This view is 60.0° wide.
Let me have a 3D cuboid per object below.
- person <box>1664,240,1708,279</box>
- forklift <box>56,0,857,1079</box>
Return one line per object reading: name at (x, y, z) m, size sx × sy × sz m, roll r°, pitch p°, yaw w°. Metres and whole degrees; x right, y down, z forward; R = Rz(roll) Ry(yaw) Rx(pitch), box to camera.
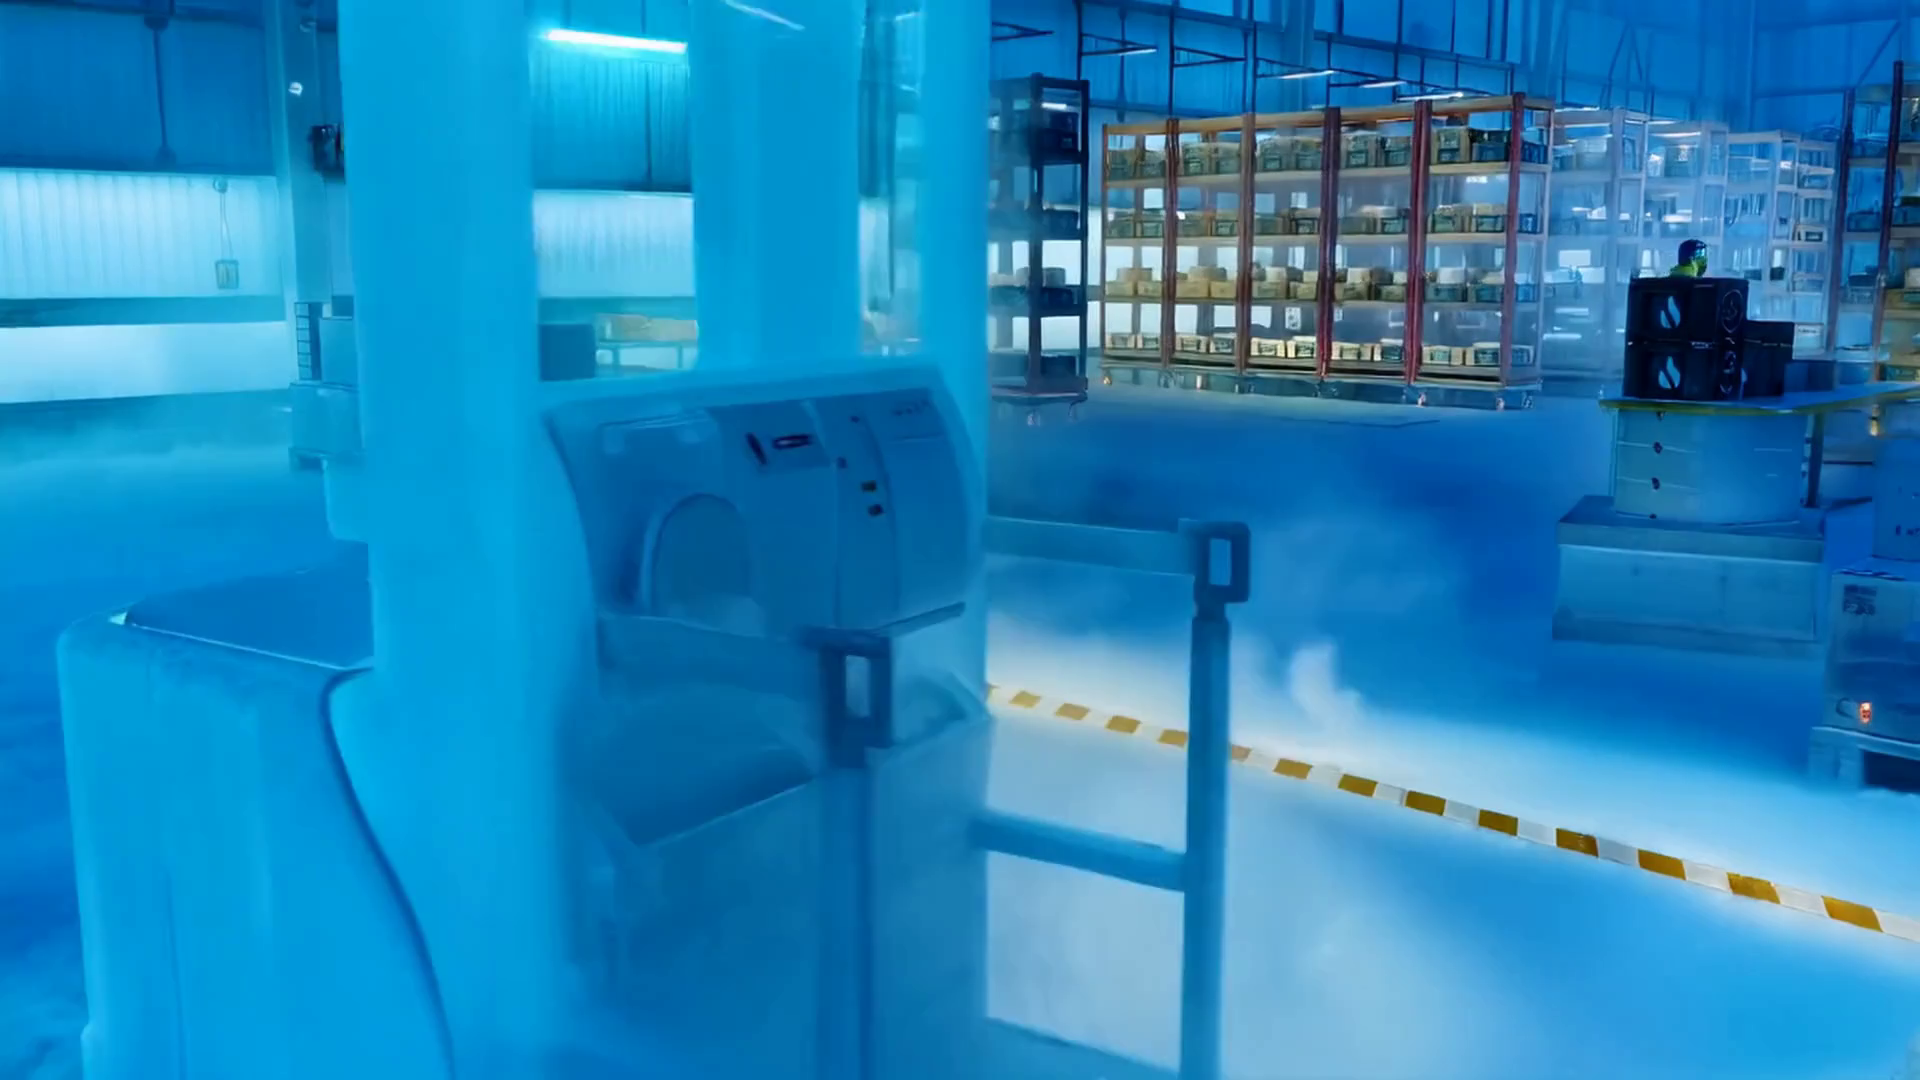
person at (5.817, -1.416, 13.161) m, size 0.876 × 1.872 × 0.647 m, roll 0°, pitch 9°, yaw 1°
forklift at (-0.561, -0.189, 2.746) m, size 1.873 × 2.768 × 1.129 m, roll 6°, pitch 11°, yaw 33°
